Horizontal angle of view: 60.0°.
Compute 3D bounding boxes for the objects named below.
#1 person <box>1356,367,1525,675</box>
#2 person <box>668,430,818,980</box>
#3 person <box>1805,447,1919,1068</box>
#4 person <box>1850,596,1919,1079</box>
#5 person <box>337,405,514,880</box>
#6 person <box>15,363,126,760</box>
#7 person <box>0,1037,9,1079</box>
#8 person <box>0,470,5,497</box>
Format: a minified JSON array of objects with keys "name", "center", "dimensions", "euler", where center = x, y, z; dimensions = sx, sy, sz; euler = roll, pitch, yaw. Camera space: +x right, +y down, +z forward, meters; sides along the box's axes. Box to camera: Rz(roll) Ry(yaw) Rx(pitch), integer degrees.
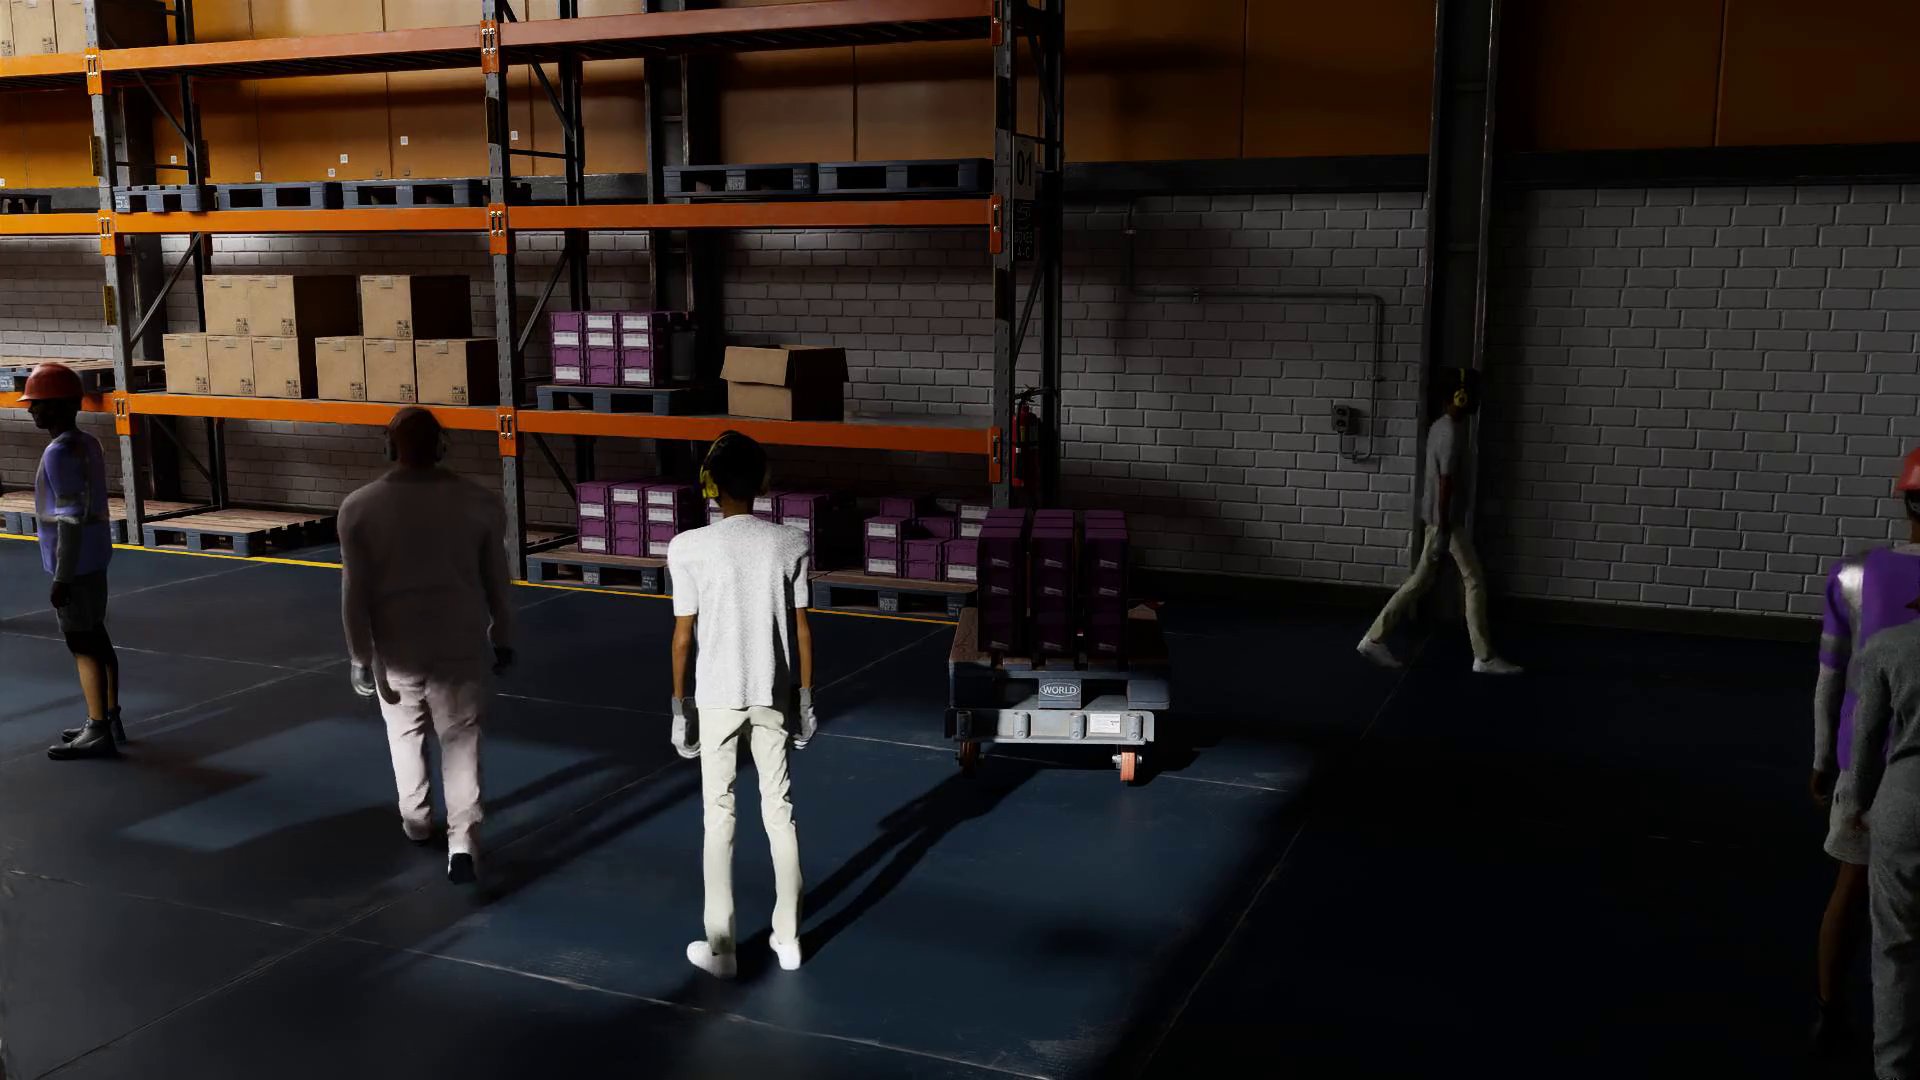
[{"name":"person","center":[2.836,-0.115,9.820],"dimensions":[0.954,1.829,0.536],"euler":[1,10,5]},{"name":"person","center":[-0.728,0.559,5.666],"dimensions":[0.508,1.863,0.326],"euler":[-4,10,-22]},{"name":"person","center":[2.816,0.652,4.916],"dimensions":[0.382,1.932,0.558],"euler":[-8,12,-39]},{"name":"person","center":[2.744,0.792,4.641],"dimensions":[0.503,1.736,0.365],"euler":[7,12,37]},{"name":"person","center":[-2.109,0.396,6.633],"dimensions":[0.655,1.869,0.958],"euler":[-4,10,-21]},{"name":"person","center":[-4.361,0.105,8.152],"dimensions":[0.361,1.935,0.553],"euler":[-2,10,-14]},{"name":"person","center":[-1.955,1.143,2.966],"dimensions":[0.504,1.602,0.712],"euler":[-4,10,-24]},{"name":"person","center":[-8.179,-0.695,13.694],"dimensions":[0.377,1.679,0.557],"euler":[5,11,26]}]
